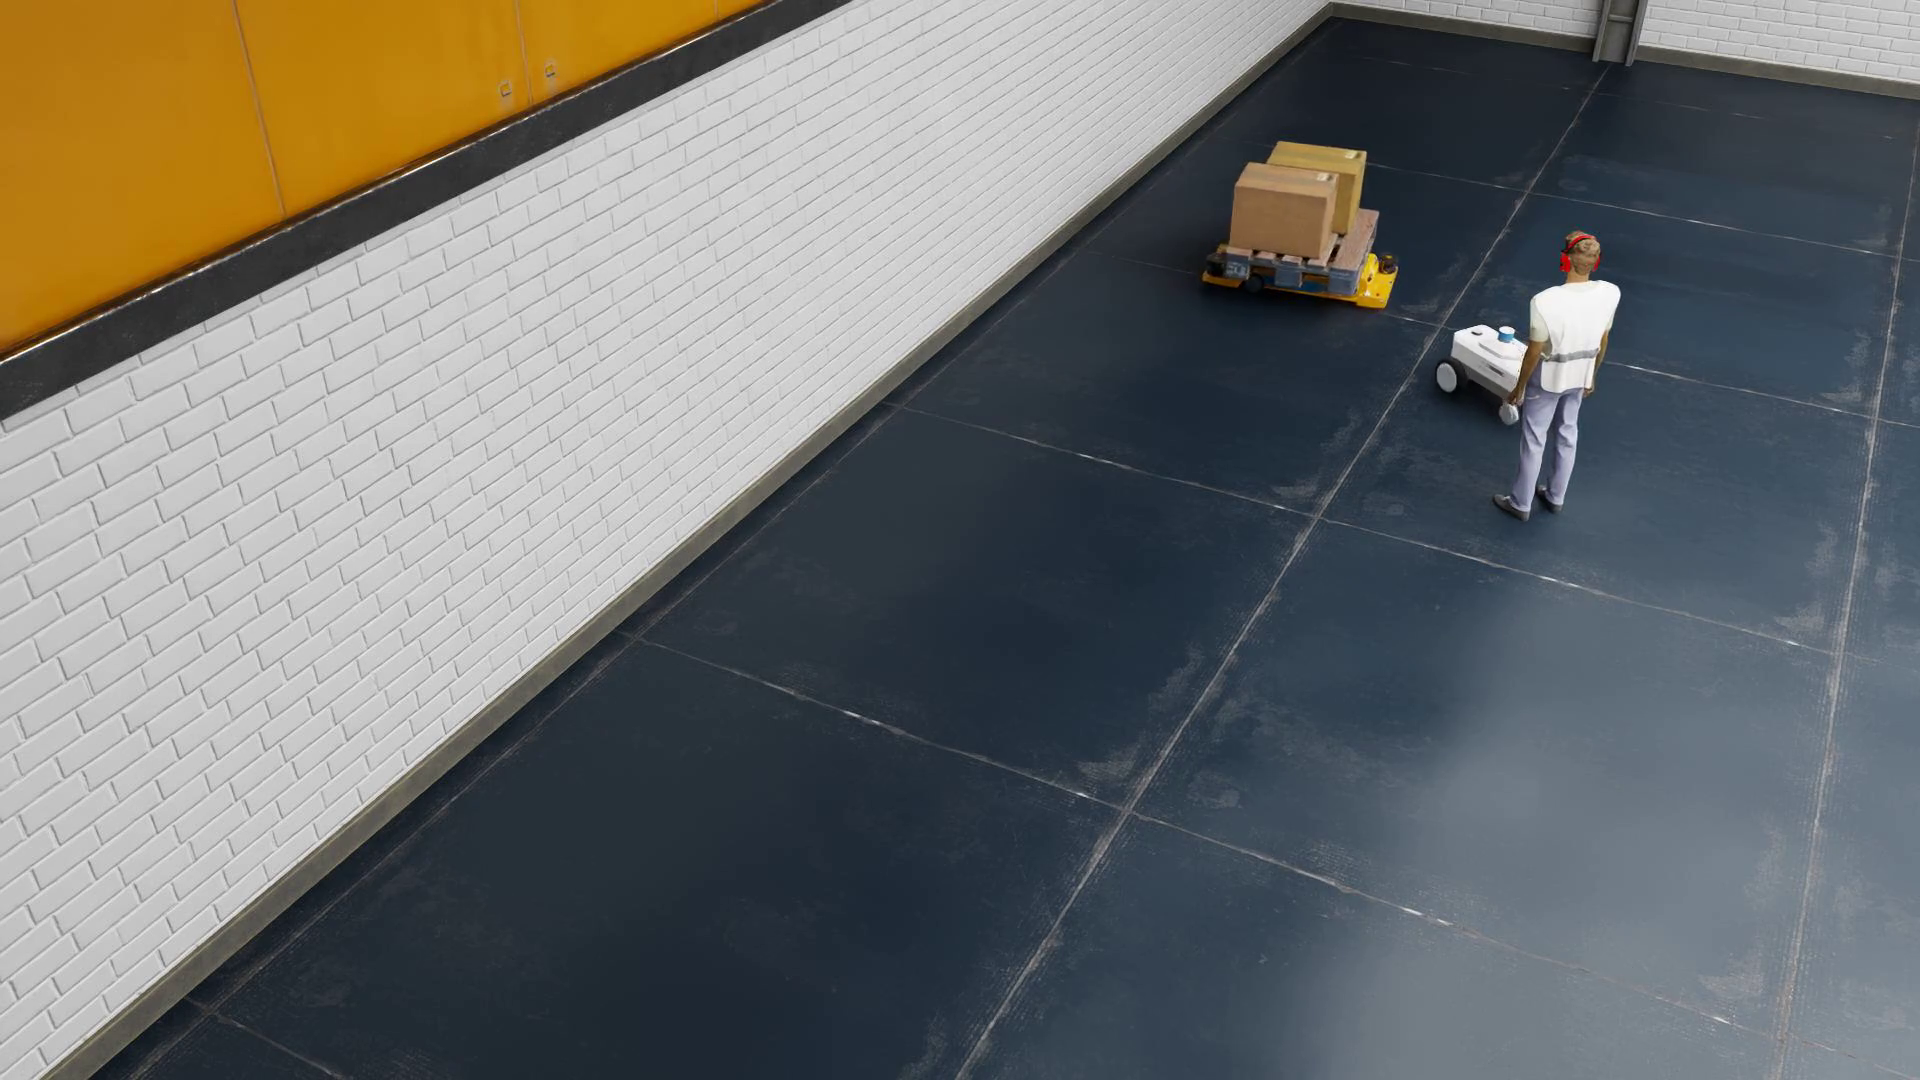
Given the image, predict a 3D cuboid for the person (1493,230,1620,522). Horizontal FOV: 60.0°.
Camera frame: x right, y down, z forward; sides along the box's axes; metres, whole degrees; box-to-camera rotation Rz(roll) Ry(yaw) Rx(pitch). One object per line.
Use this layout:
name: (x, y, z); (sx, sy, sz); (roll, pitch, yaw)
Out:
person: (3.586, -0.949, 9.975); (0.565, 1.844, 0.378); (-9, 35, -13)

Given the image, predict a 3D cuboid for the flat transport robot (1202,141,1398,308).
flat transport robot: (2.696, -2.142, 13.164); (1.431, 0.231, 0.659); (11, 36, 16)

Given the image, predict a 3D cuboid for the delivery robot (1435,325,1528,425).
delivery robot: (3.716, -1.187, 11.493); (0.499, 0.601, 0.805); (-16, 37, -23)
